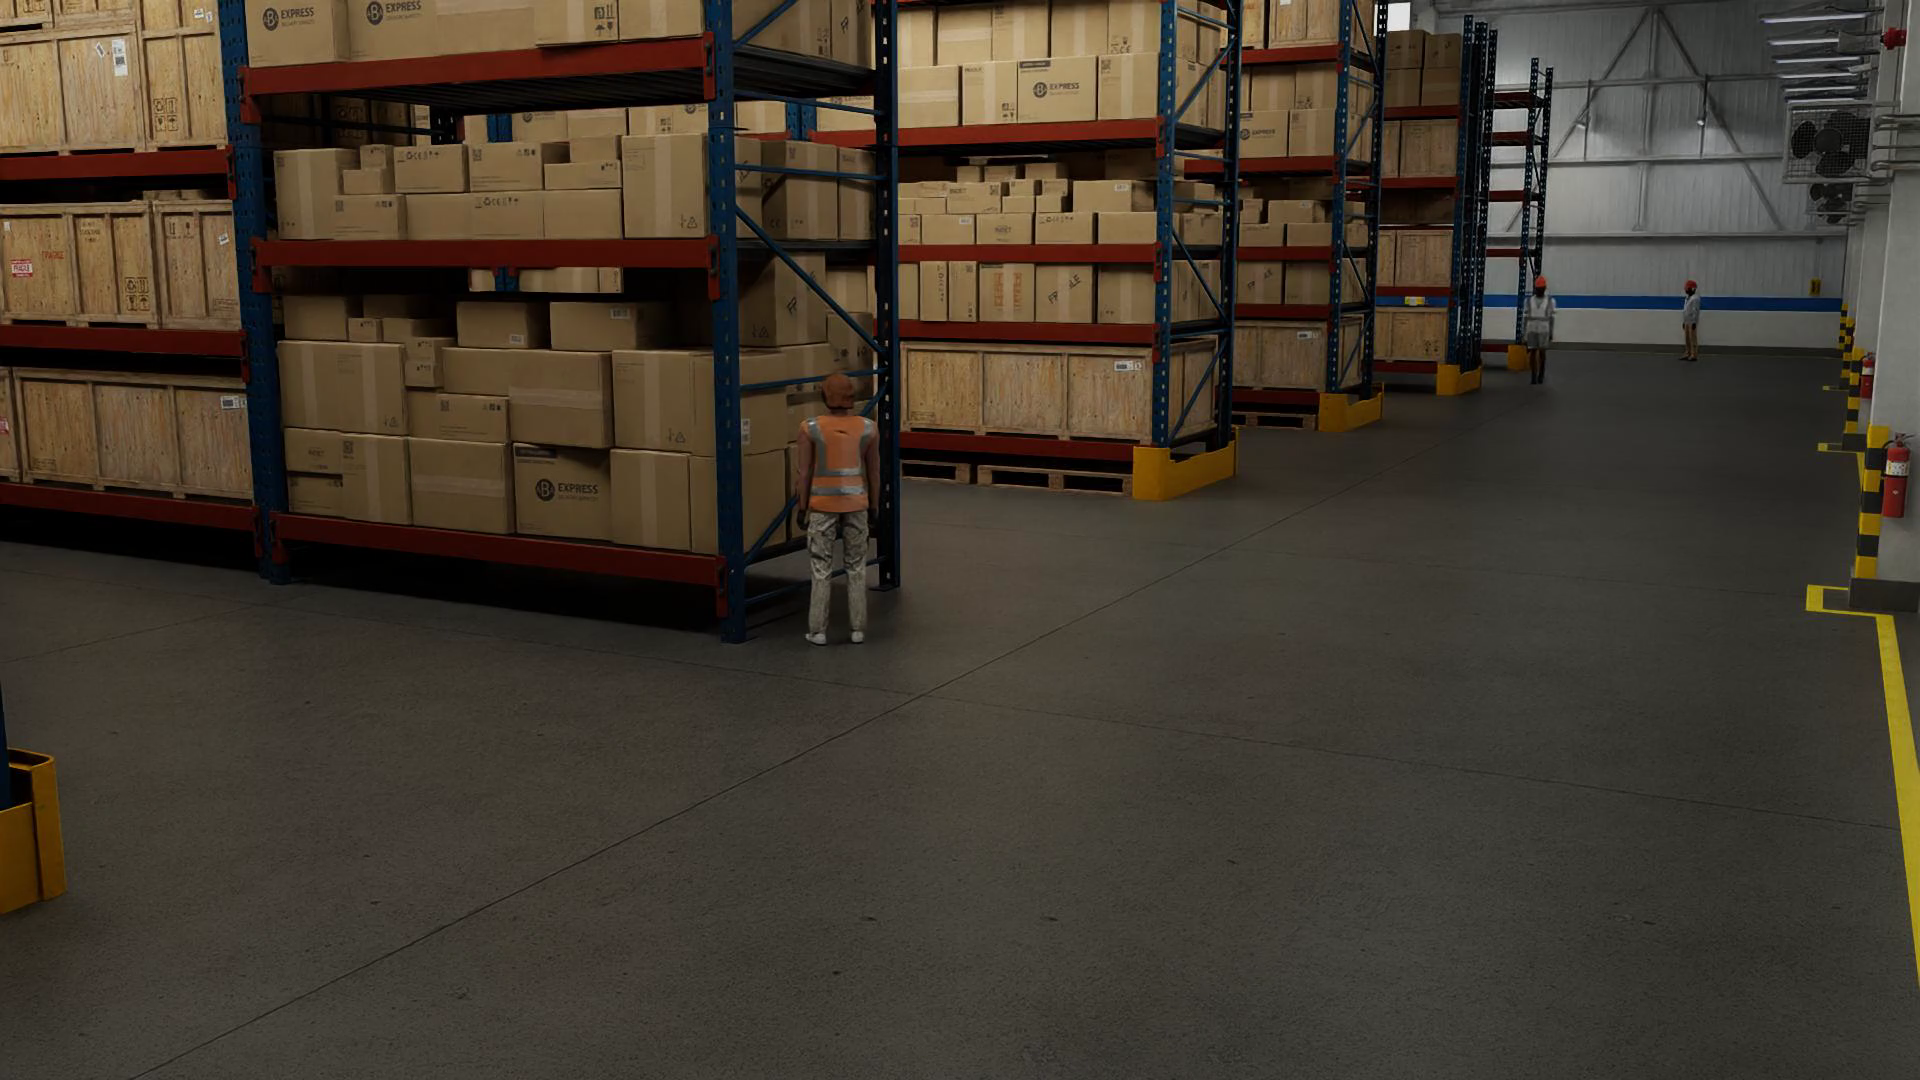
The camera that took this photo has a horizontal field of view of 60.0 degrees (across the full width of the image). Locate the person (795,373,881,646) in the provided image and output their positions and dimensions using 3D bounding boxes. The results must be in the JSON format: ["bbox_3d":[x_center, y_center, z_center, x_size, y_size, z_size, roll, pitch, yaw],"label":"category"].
[{"bbox_3d":[-0.718,-0.178,9.893,0.525,1.630,0.323,-3,10,-18],"label":"person"}]

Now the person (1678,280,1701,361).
[{"bbox_3d":[15.738,-4.723,35.888,0.361,1.742,0.563,0,10,0],"label":"person"}]

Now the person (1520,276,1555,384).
[{"bbox_3d":[10.210,-3.700,29.444,0.559,1.914,0.582,5,11,25],"label":"person"}]
